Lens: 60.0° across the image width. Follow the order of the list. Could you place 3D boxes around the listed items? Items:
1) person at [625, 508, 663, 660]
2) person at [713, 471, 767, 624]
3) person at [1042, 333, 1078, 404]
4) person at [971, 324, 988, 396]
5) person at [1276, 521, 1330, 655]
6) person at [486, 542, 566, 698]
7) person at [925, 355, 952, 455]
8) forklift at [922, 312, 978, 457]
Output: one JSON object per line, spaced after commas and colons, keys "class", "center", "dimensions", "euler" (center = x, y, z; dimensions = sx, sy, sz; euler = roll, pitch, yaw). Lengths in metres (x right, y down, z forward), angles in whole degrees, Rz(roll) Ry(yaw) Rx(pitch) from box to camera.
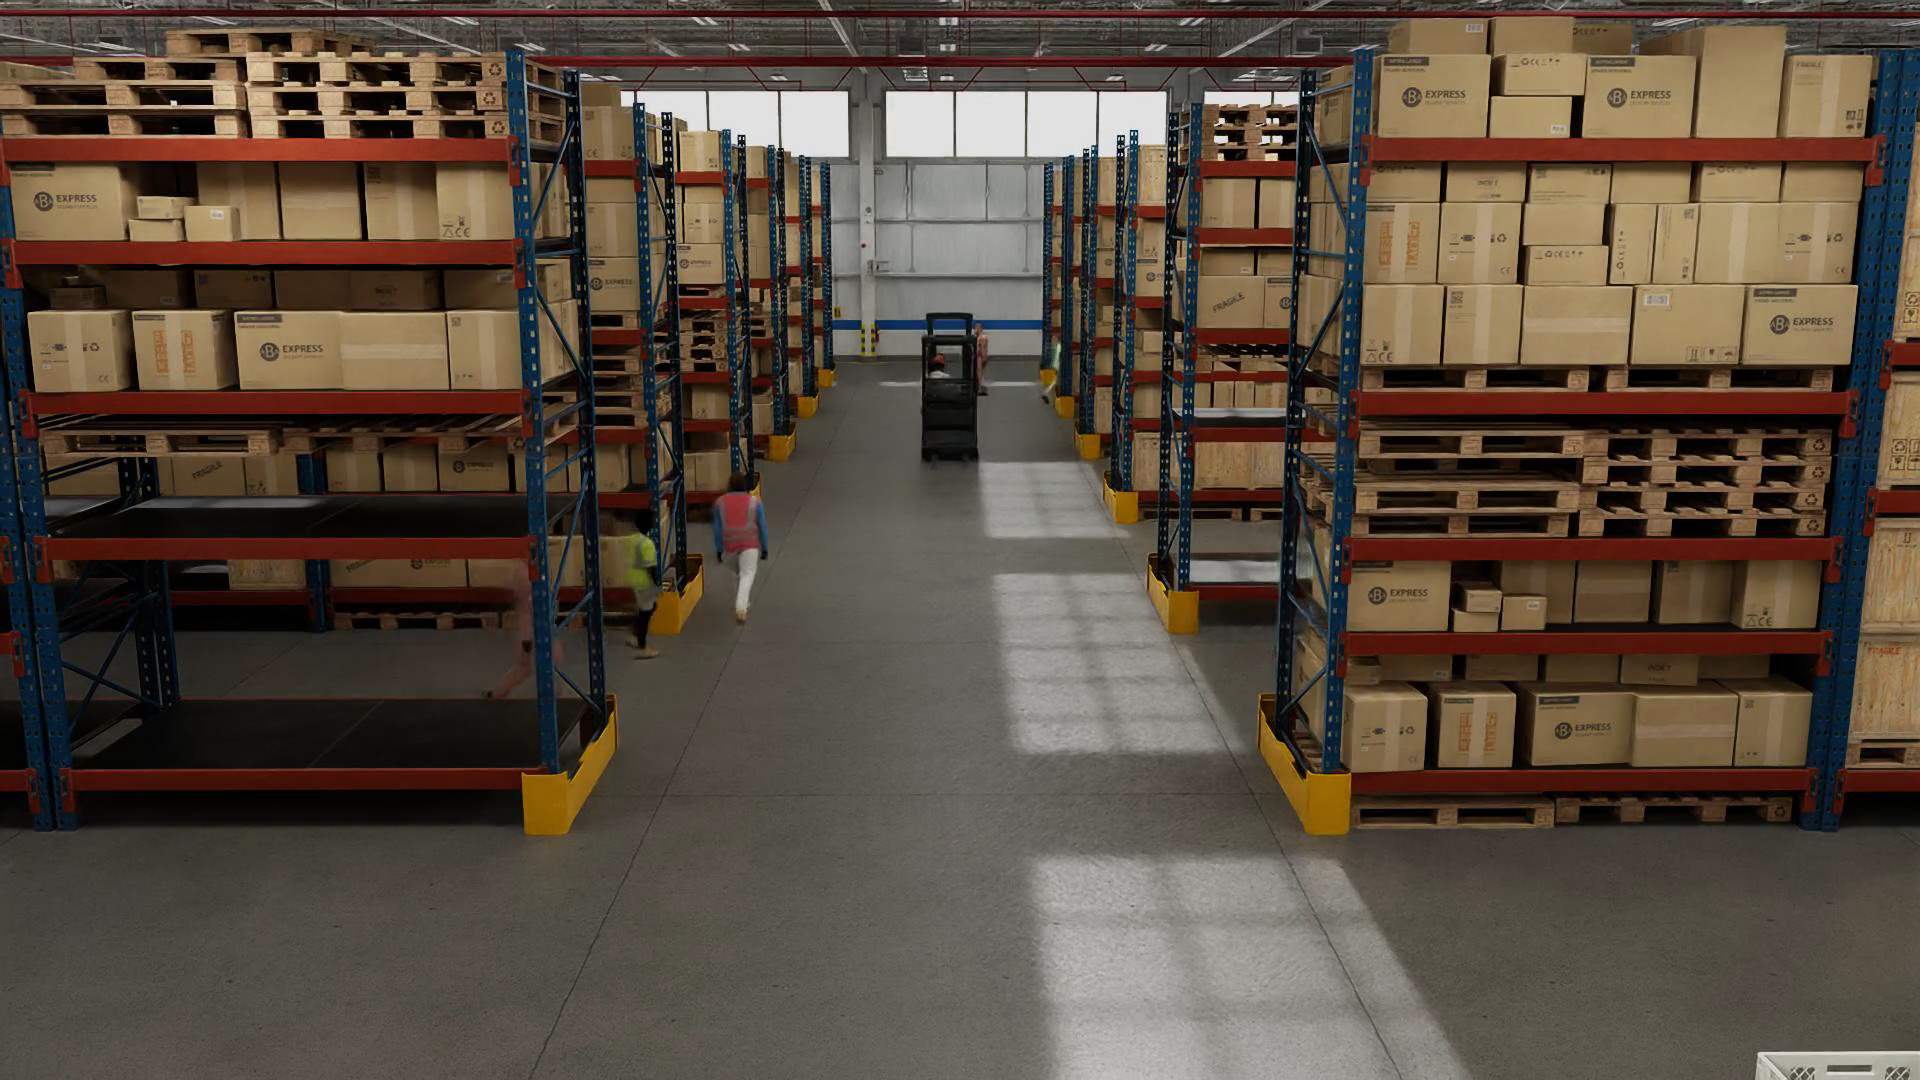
{"class": "person", "center": [-3.457, 0.481, 18.274], "dimensions": [0.364, 1.686, 0.546], "euler": [-6, 13, -26]}
{"class": "person", "center": [-2.647, 0.077, 20.016], "dimensions": [0.629, 1.808, 0.899], "euler": [1, 11, 6]}
{"class": "person", "center": [2.501, -4.288, 41.624], "dimensions": [0.876, 1.813, 0.581], "euler": [-2, 12, -9]}
{"class": "person", "center": [0.533, -4.748, 43.788], "dimensions": [0.403, 1.858, 0.690], "euler": [-3, 12, -15]}
{"class": "person", "center": [3.885, 0.550, 18.149], "dimensions": [0.775, 1.601, 0.496], "euler": [4, 12, 17]}
{"class": "person", "center": [-4.162, 0.834, 16.089], "dimensions": [0.872, 1.877, 0.652], "euler": [2, 12, 10]}
{"class": "person", "center": [-0.458, -2.717, 33.393], "dimensions": [0.625, 2.001, 1.043], "euler": [3, 12, 16]}
{"class": "forklift", "center": [-0.212, -3.166, 33.391], "dimensions": [1.129, 2.768, 1.873], "euler": [0, 11, -1]}
